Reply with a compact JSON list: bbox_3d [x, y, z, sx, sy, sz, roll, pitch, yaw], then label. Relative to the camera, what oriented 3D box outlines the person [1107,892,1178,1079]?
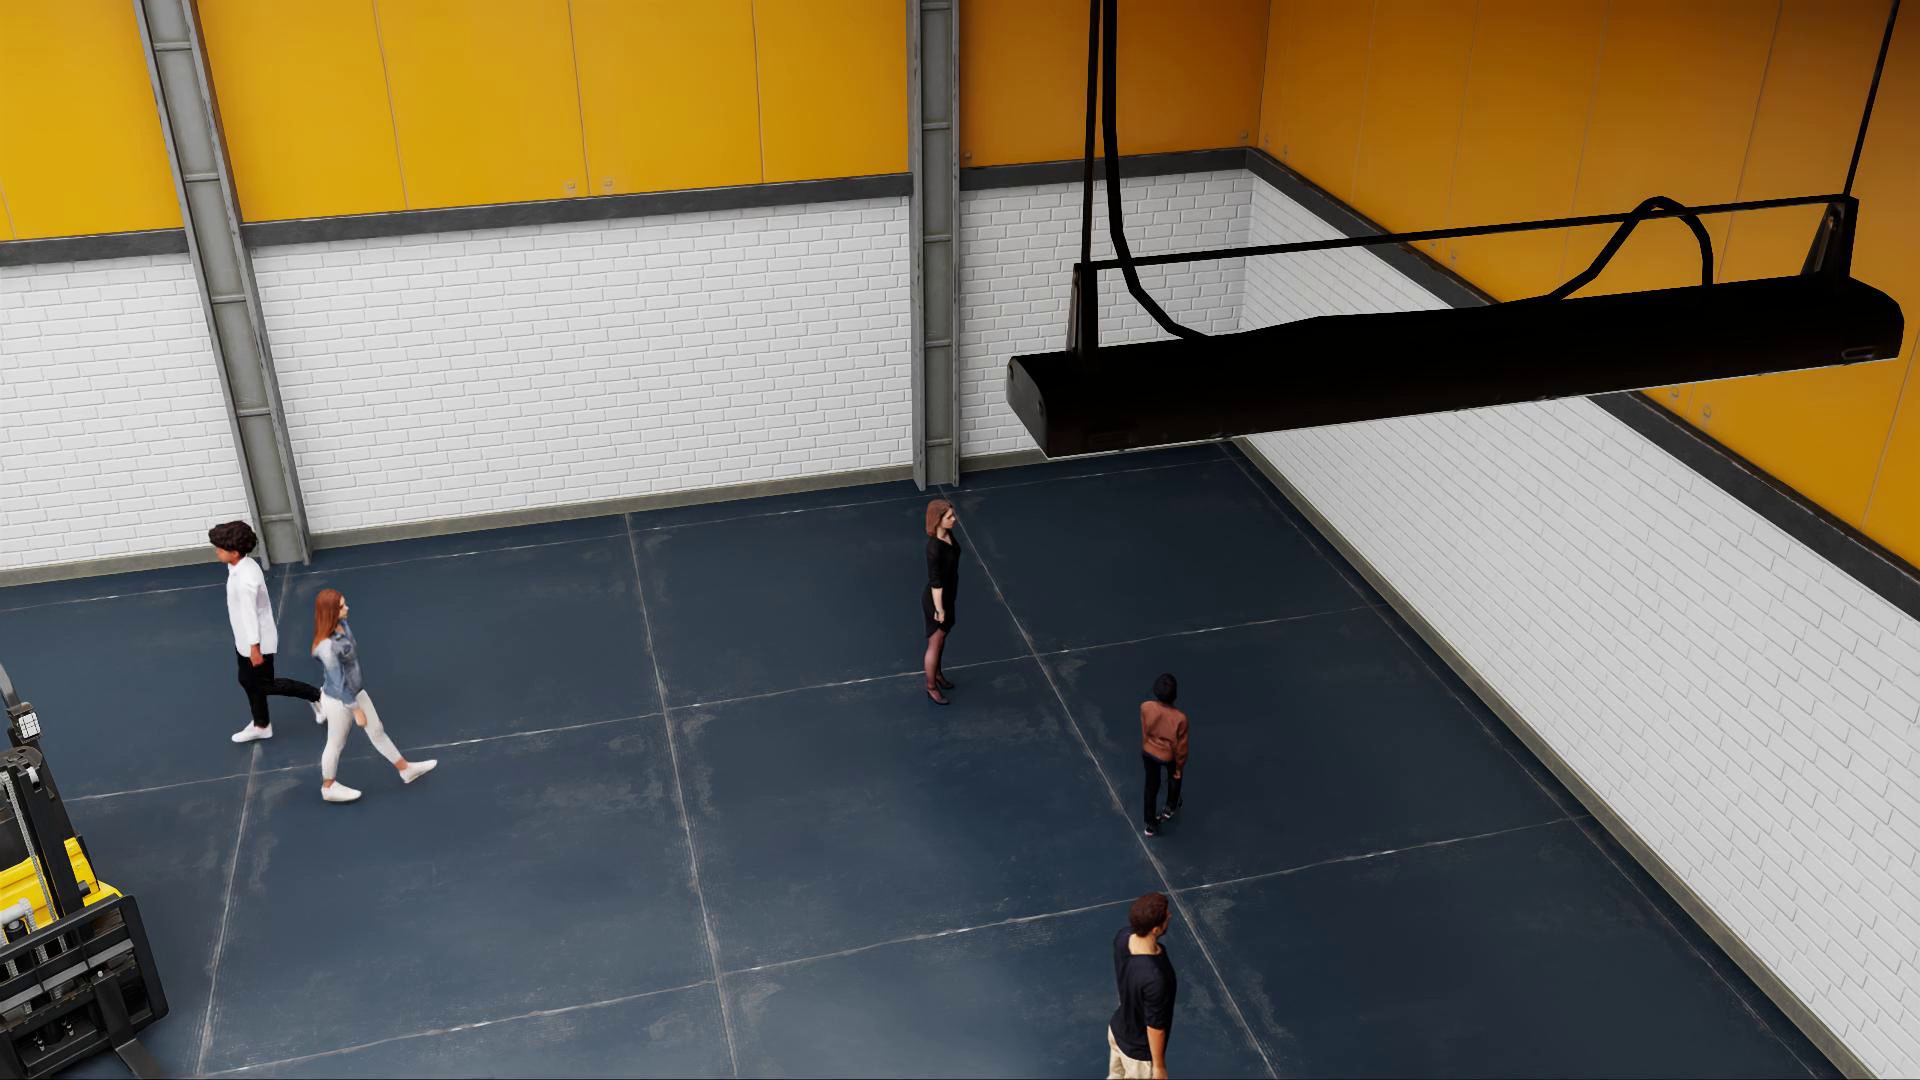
[{"bbox_3d":[0.908,2.574,8.582,0.559,1.851,0.645,-9,30,-16],"label":"person"}]

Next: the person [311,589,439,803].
[{"bbox_3d":[-4.346,1.102,11.471,1.068,1.669,0.759,-2,29,-4],"label":"person"}]

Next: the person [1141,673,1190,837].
[{"bbox_3d":[1.336,1.472,11.238,0.716,1.243,0.769,13,31,22],"label":"person"}]

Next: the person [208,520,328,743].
[{"bbox_3d":[-5.065,0.676,12.124,1.049,1.792,0.791,-14,32,-24],"label":"person"}]

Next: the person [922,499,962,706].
[{"bbox_3d":[-0.155,0.452,12.625,0.638,1.706,0.654,5,29,10],"label":"person"}]
